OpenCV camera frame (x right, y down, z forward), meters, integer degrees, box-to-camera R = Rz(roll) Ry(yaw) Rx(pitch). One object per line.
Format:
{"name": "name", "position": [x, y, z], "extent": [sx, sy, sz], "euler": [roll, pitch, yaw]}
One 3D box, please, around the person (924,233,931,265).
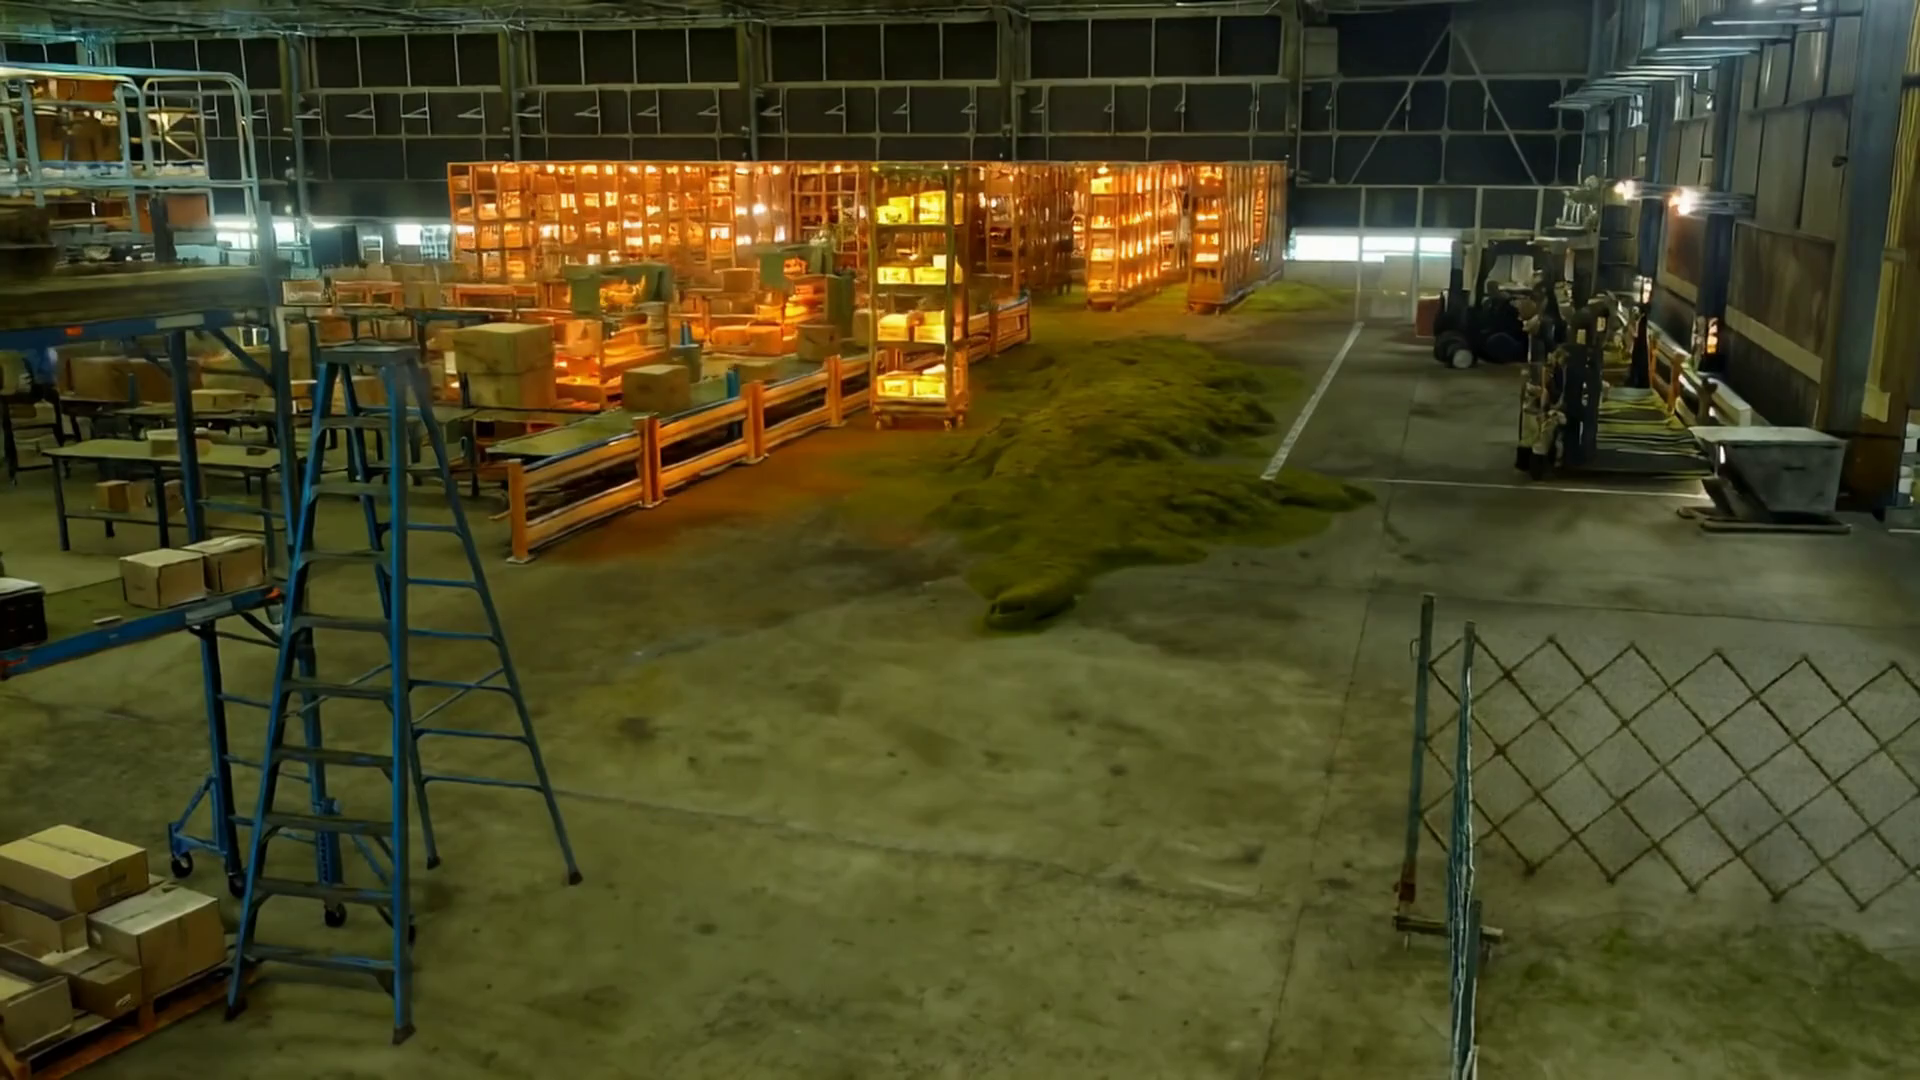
{"name": "person", "position": [-0.854, -8.607, 49.743], "extent": [0.462, 1.823, 0.589], "euler": [2, 13, 7]}

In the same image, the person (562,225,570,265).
{"name": "person", "position": [-12.029, -8.828, 50.372], "extent": [0.612, 1.975, 0.631], "euler": [-1, 13, -4]}

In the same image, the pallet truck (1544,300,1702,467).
{"name": "pallet truck", "position": [8.263, -1.952, 20.631], "extent": [1.885, 1.965, 0.823], "euler": [5, 14, 20]}

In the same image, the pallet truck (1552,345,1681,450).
{"name": "pallet truck", "position": [8.641, -1.896, 21.908], "extent": [1.630, 1.274, 0.653], "euler": [4, 14, 16]}

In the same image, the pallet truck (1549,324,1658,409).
{"name": "pallet truck", "position": [9.824, -2.669, 25.407], "extent": [1.601, 1.201, 0.680], "euler": [4, 14, 16]}

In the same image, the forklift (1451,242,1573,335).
{"name": "forklift", "position": [10.464, -4.597, 31.405], "extent": [2.680, 1.987, 1.157], "euler": [4, 14, 16]}

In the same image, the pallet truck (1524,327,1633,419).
{"name": "pallet truck", "position": [9.065, -2.460, 24.370], "extent": [1.522, 1.261, 0.704], "euler": [3, 13, 14]}

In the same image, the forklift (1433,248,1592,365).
{"name": "forklift", "position": [9.780, -4.111, 29.280], "extent": [2.680, 1.987, 1.157], "euler": [3, 13, 14]}

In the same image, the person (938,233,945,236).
{"name": "person", "position": [-0.522, -8.606, 49.822], "extent": [0.616, 1.795, 0.617], "euler": [10, 17, 38]}

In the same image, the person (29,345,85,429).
{"name": "person", "position": [-12.722, -2.477, 22.912], "extent": [0.922, 2.004, 0.632], "euler": [-8, 15, -32]}

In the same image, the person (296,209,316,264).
{"name": "person", "position": [-22.951, -10.671, 58.448], "extent": [0.452, 1.916, 0.643], "euler": [9, 16, 34]}

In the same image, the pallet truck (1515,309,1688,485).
{"name": "pallet truck", "position": [7.554, -1.677, 19.446], "extent": [1.885, 1.965, 0.823], "euler": [3, 13, 14]}
